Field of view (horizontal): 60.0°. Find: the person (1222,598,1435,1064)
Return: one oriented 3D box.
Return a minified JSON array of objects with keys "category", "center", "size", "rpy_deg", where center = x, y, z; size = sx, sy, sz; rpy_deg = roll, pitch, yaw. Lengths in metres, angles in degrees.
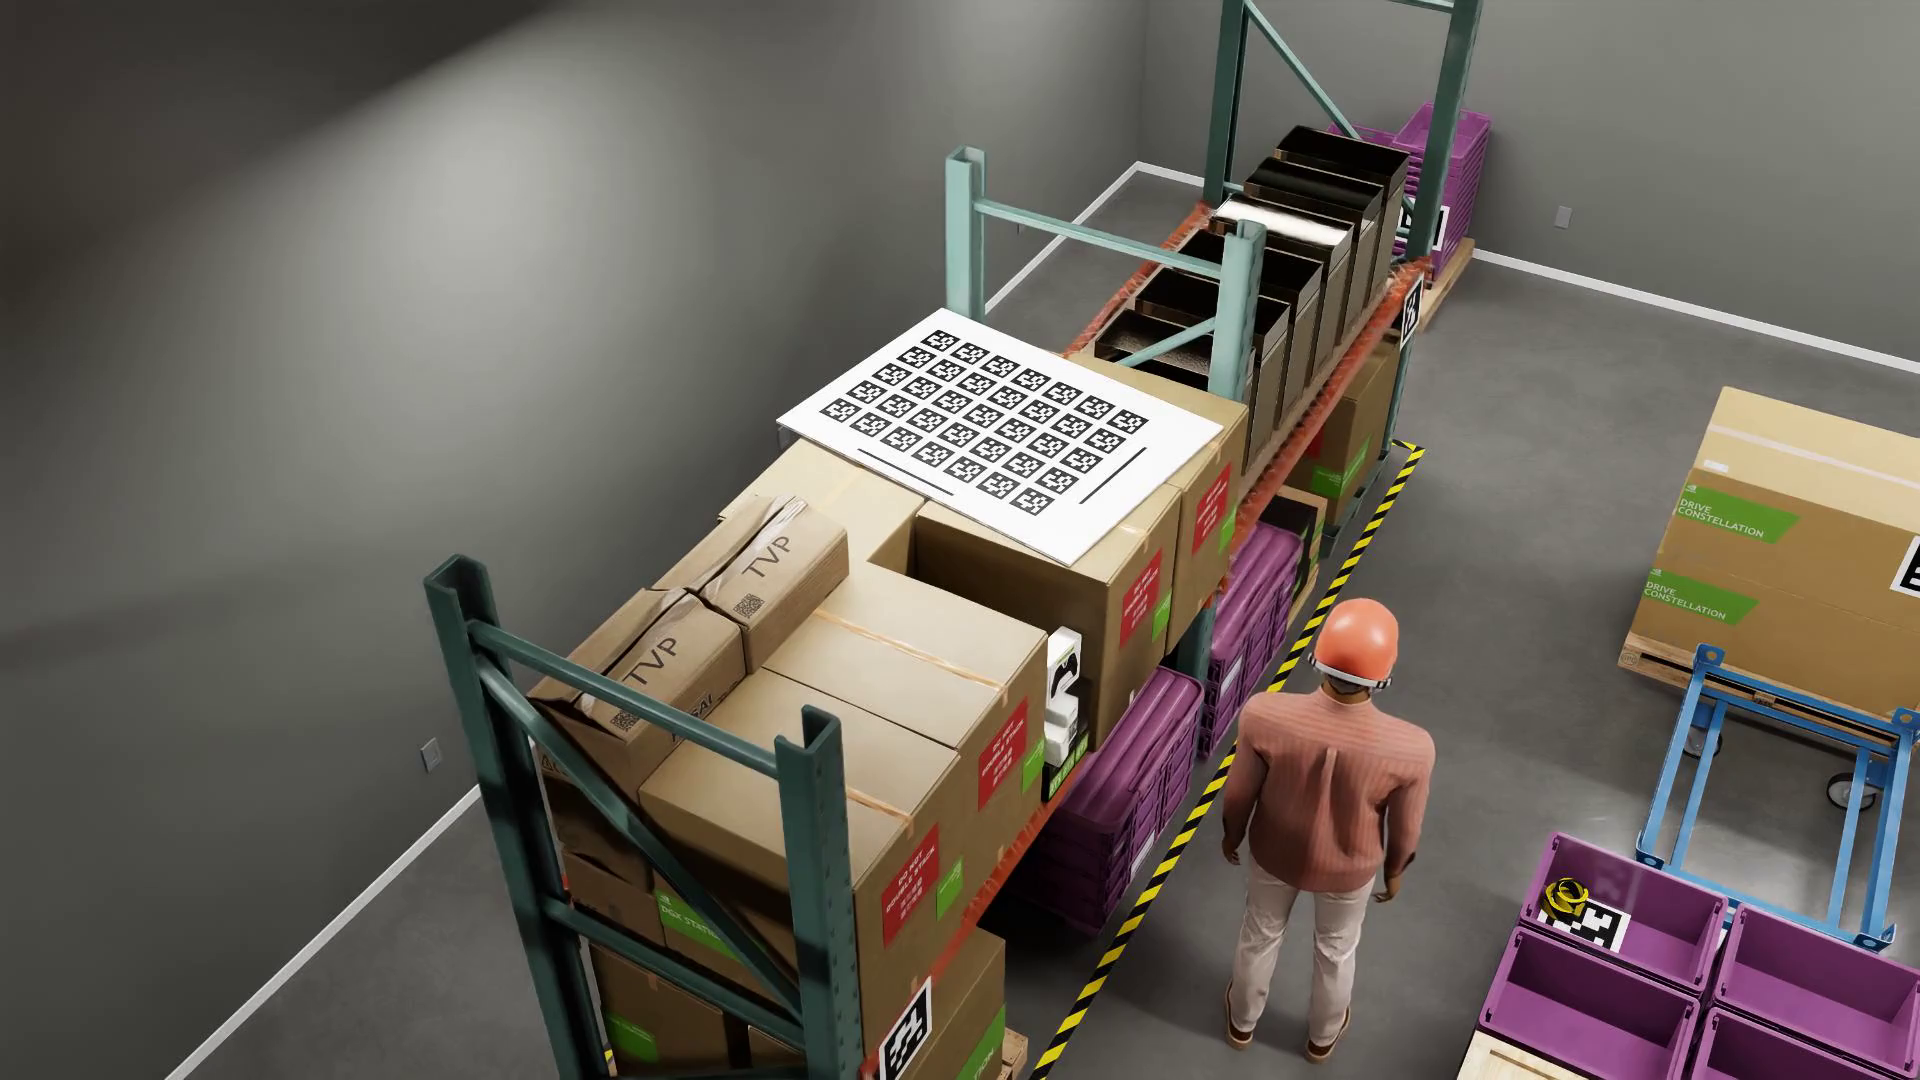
[{"category":"person","center":[1.151,0.976,5.390],"size":[0.614,1.993,0.395],"rpy_deg":[12,41,13]}]
